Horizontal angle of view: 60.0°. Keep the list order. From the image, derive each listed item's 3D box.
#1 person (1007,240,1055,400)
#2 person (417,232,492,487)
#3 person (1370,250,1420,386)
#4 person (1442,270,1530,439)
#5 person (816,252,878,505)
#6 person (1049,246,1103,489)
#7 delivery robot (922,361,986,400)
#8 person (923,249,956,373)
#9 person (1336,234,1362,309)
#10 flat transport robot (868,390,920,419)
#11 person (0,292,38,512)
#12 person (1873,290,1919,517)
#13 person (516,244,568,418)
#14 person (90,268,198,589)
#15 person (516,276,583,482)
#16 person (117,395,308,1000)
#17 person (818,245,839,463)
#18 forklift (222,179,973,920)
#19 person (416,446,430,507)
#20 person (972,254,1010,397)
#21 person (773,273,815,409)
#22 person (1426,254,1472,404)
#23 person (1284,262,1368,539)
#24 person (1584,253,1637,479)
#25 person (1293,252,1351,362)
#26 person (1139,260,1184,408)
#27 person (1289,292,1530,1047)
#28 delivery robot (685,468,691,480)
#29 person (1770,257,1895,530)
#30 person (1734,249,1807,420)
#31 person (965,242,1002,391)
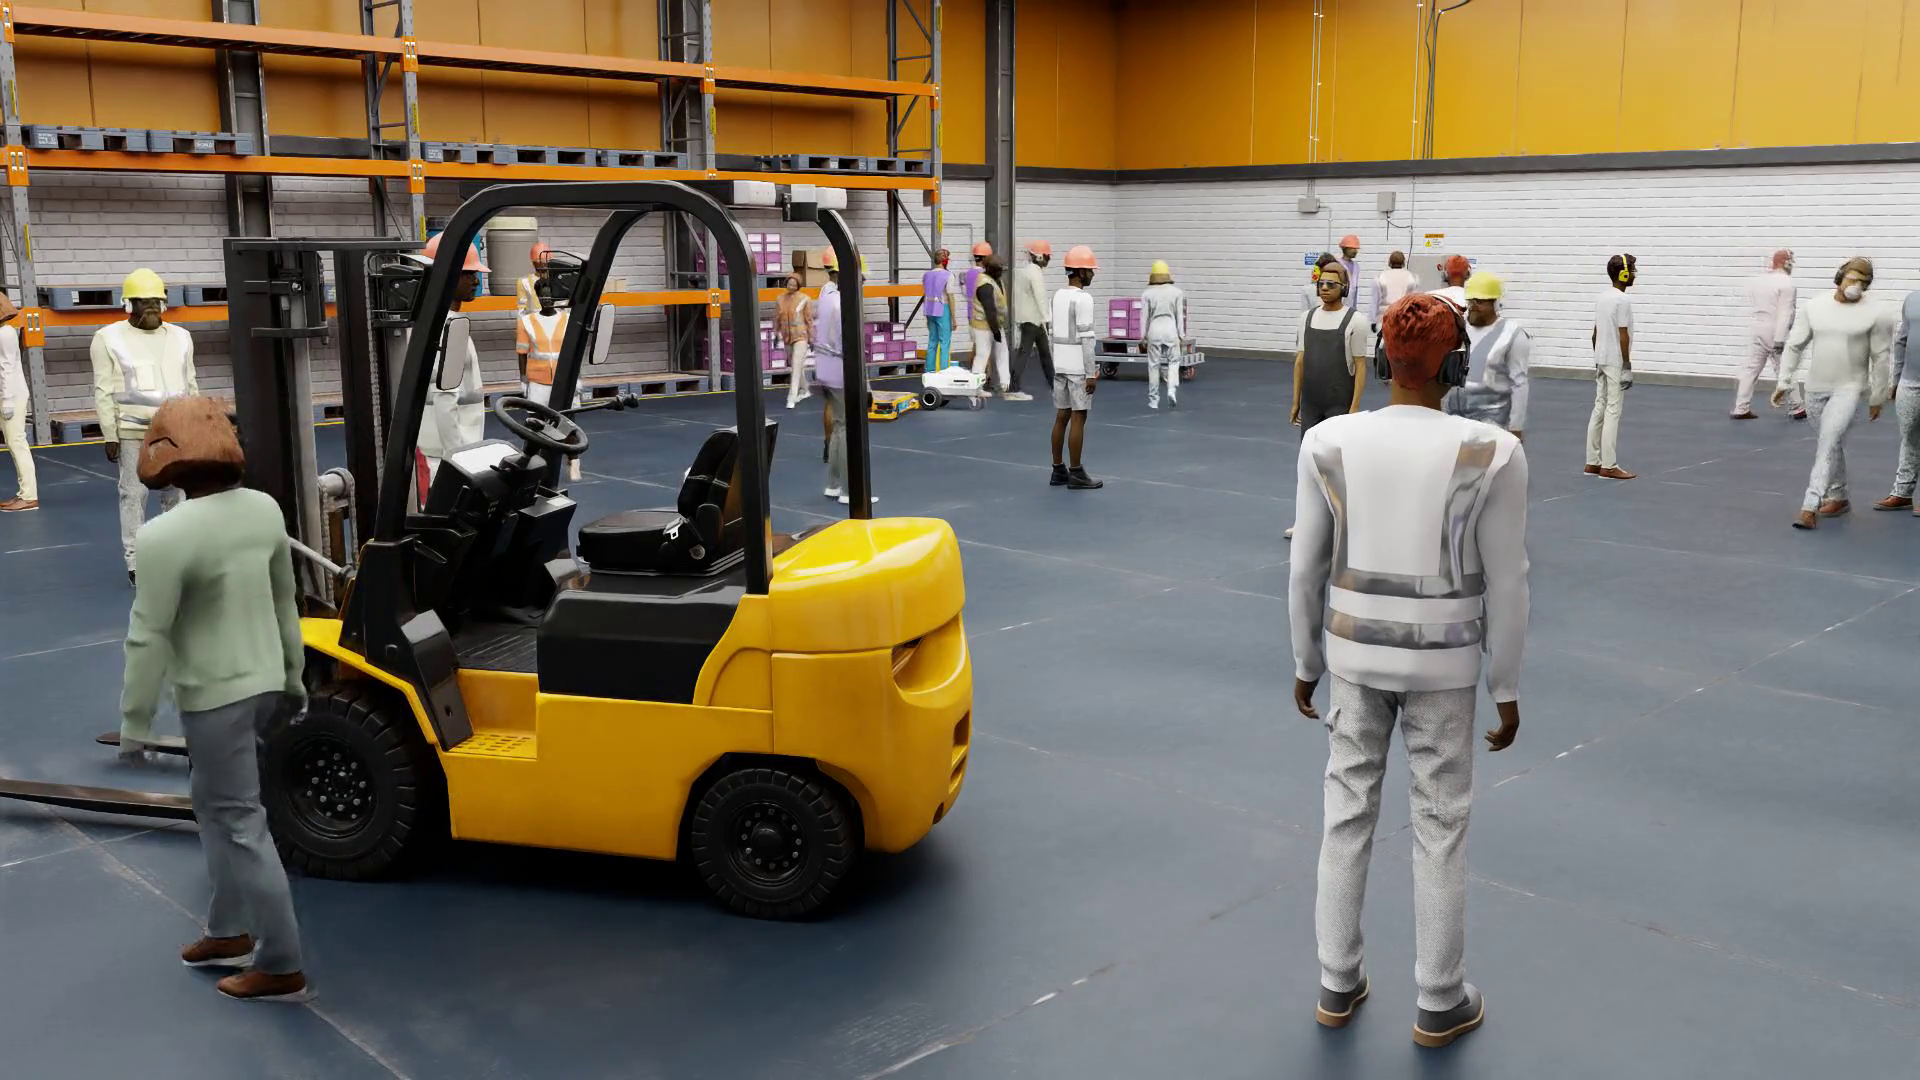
[{"bbox_3d":[1.023,-2.677,20.392,0.962,1.952,0.642,0,10,1],"label":"person"},{"bbox_3d":[-2.425,-0.460,8.045,0.391,2.040,0.615,-3,11,-16],"label":"person"},{"bbox_3d":[5.763,-2.917,22.052,0.631,1.825,0.650,2,11,10],"label":"person"},{"bbox_3d":[3.167,-0.777,10.445,0.850,1.797,0.604,-8,13,-36],"label":"person"},{"bbox_3d":[-0.858,-1.208,12.470,0.423,1.916,0.635,-4,11,-22],"label":"person"},{"bbox_3d":[0.939,-1.377,13.338,0.371,1.935,0.551,-6,12,-28],"label":"person"},{"bbox_3d":[-0.067,-1.836,19.355,0.707,0.478,0.477,3,11,13],"label":"delivery robot"},{"bbox_3d":[-0.285,-2.999,22.461,0.385,1.838,0.567,-9,14,-42],"label":"person"},{"bbox_3d":[5.594,-3.403,24.138,0.629,2.031,0.435,-8,13,-38],"label":"person"},{"bbox_3d":[-0.932,-1.528,18.706,0.652,0.197,1.431,2,11,11],"label":"flat transport robot"},{"bbox_3d":[-7.024,-1.023,12.261,0.280,1.624,0.493,-8,13,-37],"label":"person"},{"bbox_3d":[7.004,-1.132,12.013,0.373,1.935,0.628,-4,11,-21],"label":"person"},{"bbox_3d":[-4.553,-2.253,18.214,0.578,1.931,0.569,-4,11,-22],"label":"person"},{"bbox_3d":[-4.666,-0.644,9.620,0.403,1.835,0.586,8,13,38],"label":"person"},{"bbox_3d":[-3.347,-1.303,13.595,0.533,1.694,0.317,-3,11,-15],"label":"person"},{"bbox_3d":[-2.004,0.425,4.374,0.603,1.603,0.525,3,11,14],"label":"person"},{"bbox_3d":[-1.089,-1.655,14.834,0.340,1.941,0.551,-1,10,-5],"label":"person"},{"bbox_3d":[-1.114,-0.058,5.440,2.313,2.155,1.214,2,11,13],"label":"forklift"},{"bbox_3d":[-3.353,-0.846,10.926,0.667,1.743,0.552,-3,11,-17],"label":"person"},{"bbox_3d":[0.431,-2.641,20.664,0.732,1.793,0.678,4,11,21],"label":"person"},{"bbox_3d":[-1.942,-2.377,19.749,0.557,1.589,0.816,6,12,30],"label":"person"},{"bbox_3d":[4.012,-1.394,13.611,0.604,1.867,0.430,4,11,20],"label":"person"},{"bbox_3d":[2.422,-0.900,10.986,0.507,1.847,0.345,8,13,39],"label":"person"},{"bbox_3d":[5.472,-1.447,13.895,0.313,1.874,0.519,-1,10,-7],"label":"person"},{"bbox_3d":[3.606,-1.938,16.642,0.526,1.856,0.391,0,10,-2],"label":"person"},{"bbox_3d":[2.350,-2.392,19.411,0.529,1.731,0.482,0,10,2],"label":"person"},{"bbox_3d":[1.116,0.329,4.178,0.583,1.882,0.338,6,12,29],"label":"person"},{"bbox_3d":[-1.631,-0.350,11.252,0.477,0.478,0.707,-4,11,-20],"label":"delivery robot"},{"bbox_3d":[6.136,-1.031,11.644,0.986,1.877,0.644,-8,13,-36],"label":"person"},{"bbox_3d":[9.004,-2.239,18.257,0.965,1.858,0.654,-2,11,-10],"label":"person"},{"bbox_3d":[0.288,-2.902,21.666,0.383,1.935,0.554,-6,12,-30],"label":"person"}]
